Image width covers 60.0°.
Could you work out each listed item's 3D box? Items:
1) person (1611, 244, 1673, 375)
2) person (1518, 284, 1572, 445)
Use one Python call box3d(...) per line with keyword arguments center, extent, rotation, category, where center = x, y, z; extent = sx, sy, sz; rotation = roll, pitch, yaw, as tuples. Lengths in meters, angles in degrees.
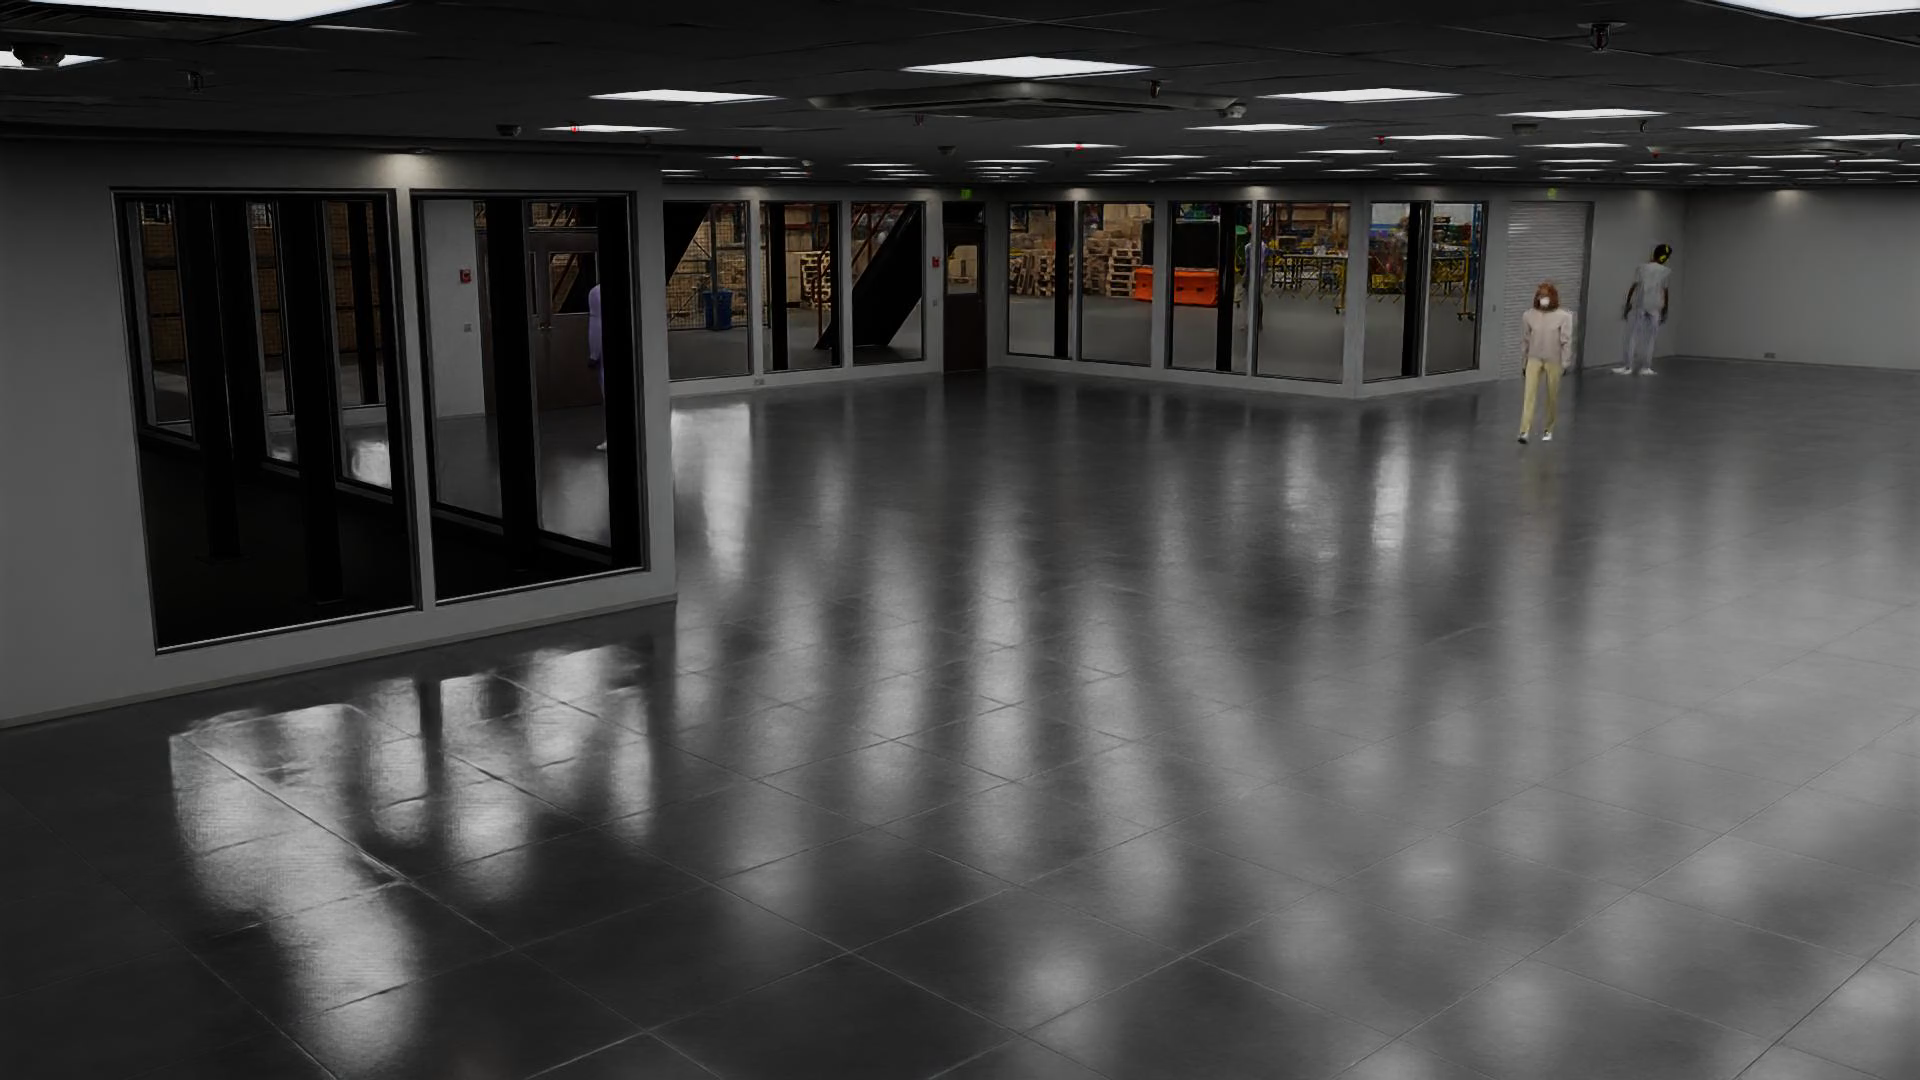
box3d(center=(9.558, -3.221, 23.317), extent=(0.711, 1.830, 0.382), rotation=(7, 13, 30), category="person")
box3d(center=(5.785, -1.732, 16.463), extent=(0.513, 1.582, 0.887), rotation=(6, 13, 28), category="person")
